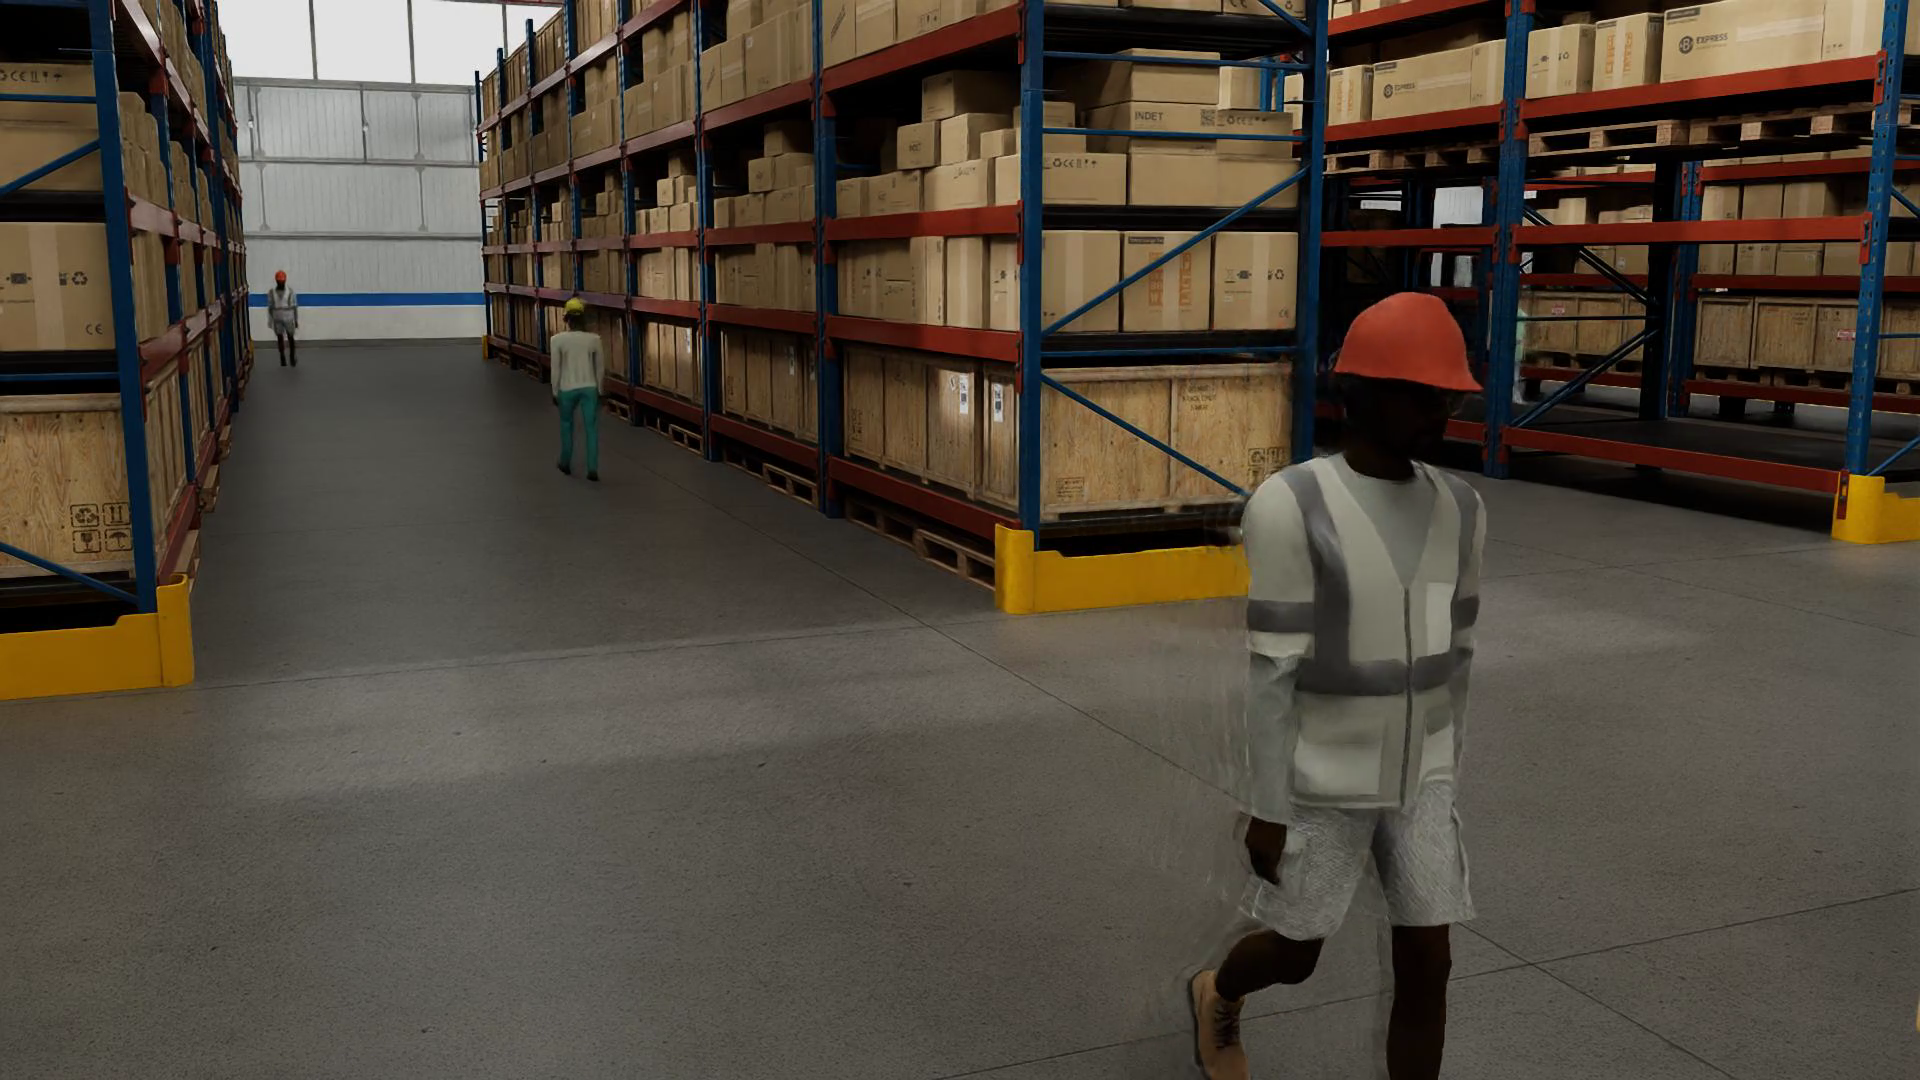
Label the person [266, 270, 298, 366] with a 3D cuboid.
[{"bbox_3d":[-13.542,-4.418,33.228,0.566,1.909,0.711,-3,10,-17],"label":"person"}]

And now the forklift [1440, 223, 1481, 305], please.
[{"bbox_3d":[9.862,-4.817,32.716,1.129,2.768,1.873,-4,10,-22],"label":"forklift"}]

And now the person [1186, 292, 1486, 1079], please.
[{"bbox_3d":[0.831,0.470,3.649,0.617,2.020,0.887,-4,10,-20],"label":"person"}]

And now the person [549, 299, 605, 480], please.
[{"bbox_3d":[-3.678,-1.443,15.999,0.544,1.715,0.919,-4,10,-25],"label":"person"}]

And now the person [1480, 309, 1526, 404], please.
[{"bbox_3d":[6.381,-2.107,19.712,0.576,1.805,0.835,-4,10,-25],"label":"person"}]
